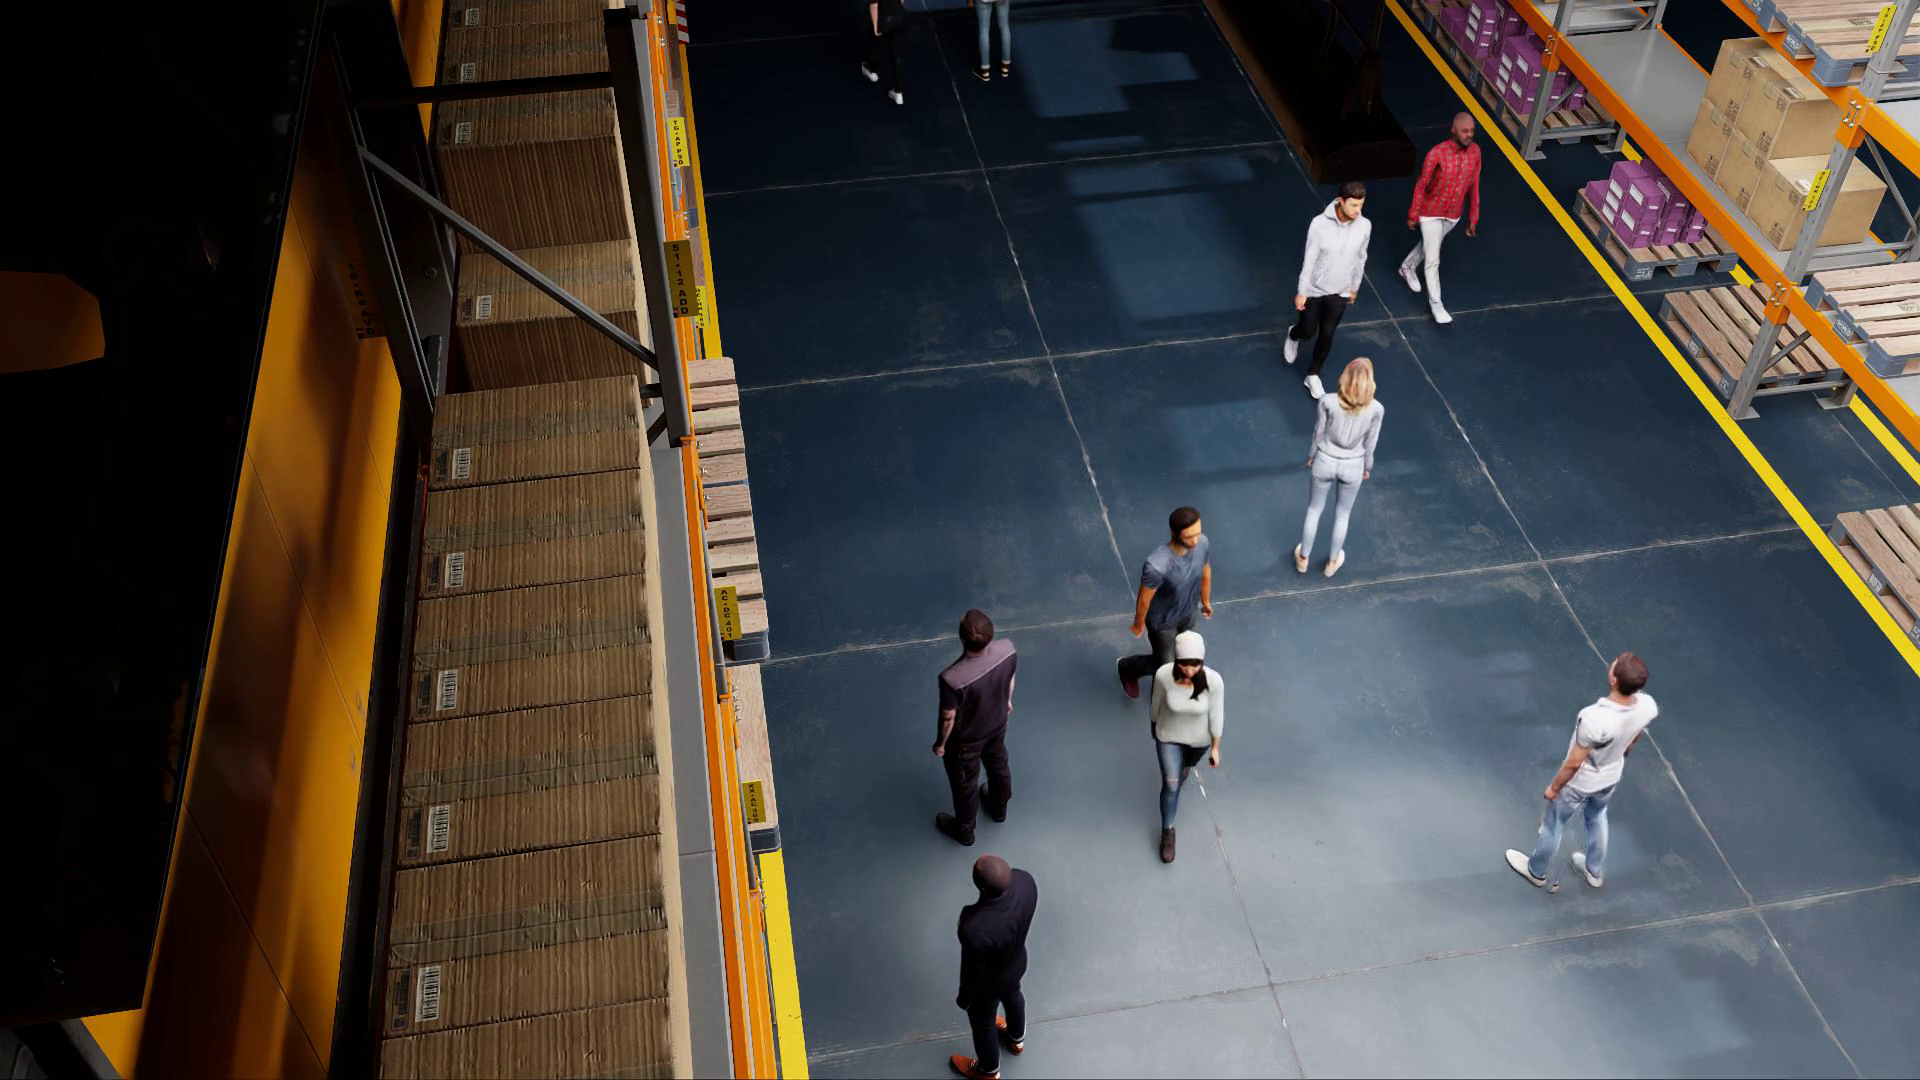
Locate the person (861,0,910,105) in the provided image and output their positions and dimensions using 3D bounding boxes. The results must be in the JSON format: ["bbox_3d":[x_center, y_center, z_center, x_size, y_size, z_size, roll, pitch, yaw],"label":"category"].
[{"bbox_3d":[-0.663,-5.074,16.376,0.793,1.608,1.060,-19,47,-19],"label":"person"}]

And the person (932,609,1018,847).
[{"bbox_3d":[0.091,1.089,9.735,0.809,1.845,0.780,-28,50,-27],"label":"person"}]

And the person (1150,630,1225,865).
[{"bbox_3d":[1.345,1.096,9.896,0.819,1.612,1.168,5,44,5],"label":"person"}]

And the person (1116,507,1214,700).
[{"bbox_3d":[1.256,0.403,10.493,0.850,1.793,0.902,-32,52,-29],"label":"person"}]

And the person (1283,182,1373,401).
[{"bbox_3d":[2.823,-2.020,12.953,0.699,1.908,0.893,-6,44,-6],"label":"person"}]

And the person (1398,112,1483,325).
[{"bbox_3d":[3.953,-2.774,13.836,0.762,1.781,1.225,-11,45,-11],"label":"person"}]

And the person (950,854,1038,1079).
[{"bbox_3d":[0.175,2.207,8.581,0.833,1.818,0.782,27,50,26],"label":"person"}]

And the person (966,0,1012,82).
[{"bbox_3d":[0.325,-5.506,16.676,0.688,1.820,0.602,-13,45,-13],"label":"person"}]

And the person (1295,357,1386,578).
[{"bbox_3d":[2.601,-0.493,11.436,0.672,1.790,0.672,9,44,9],"label":"person"}]

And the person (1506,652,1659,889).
[{"bbox_3d":[3.610,1.341,9.461,0.751,1.858,0.765,-21,47,-20],"label":"person"}]
